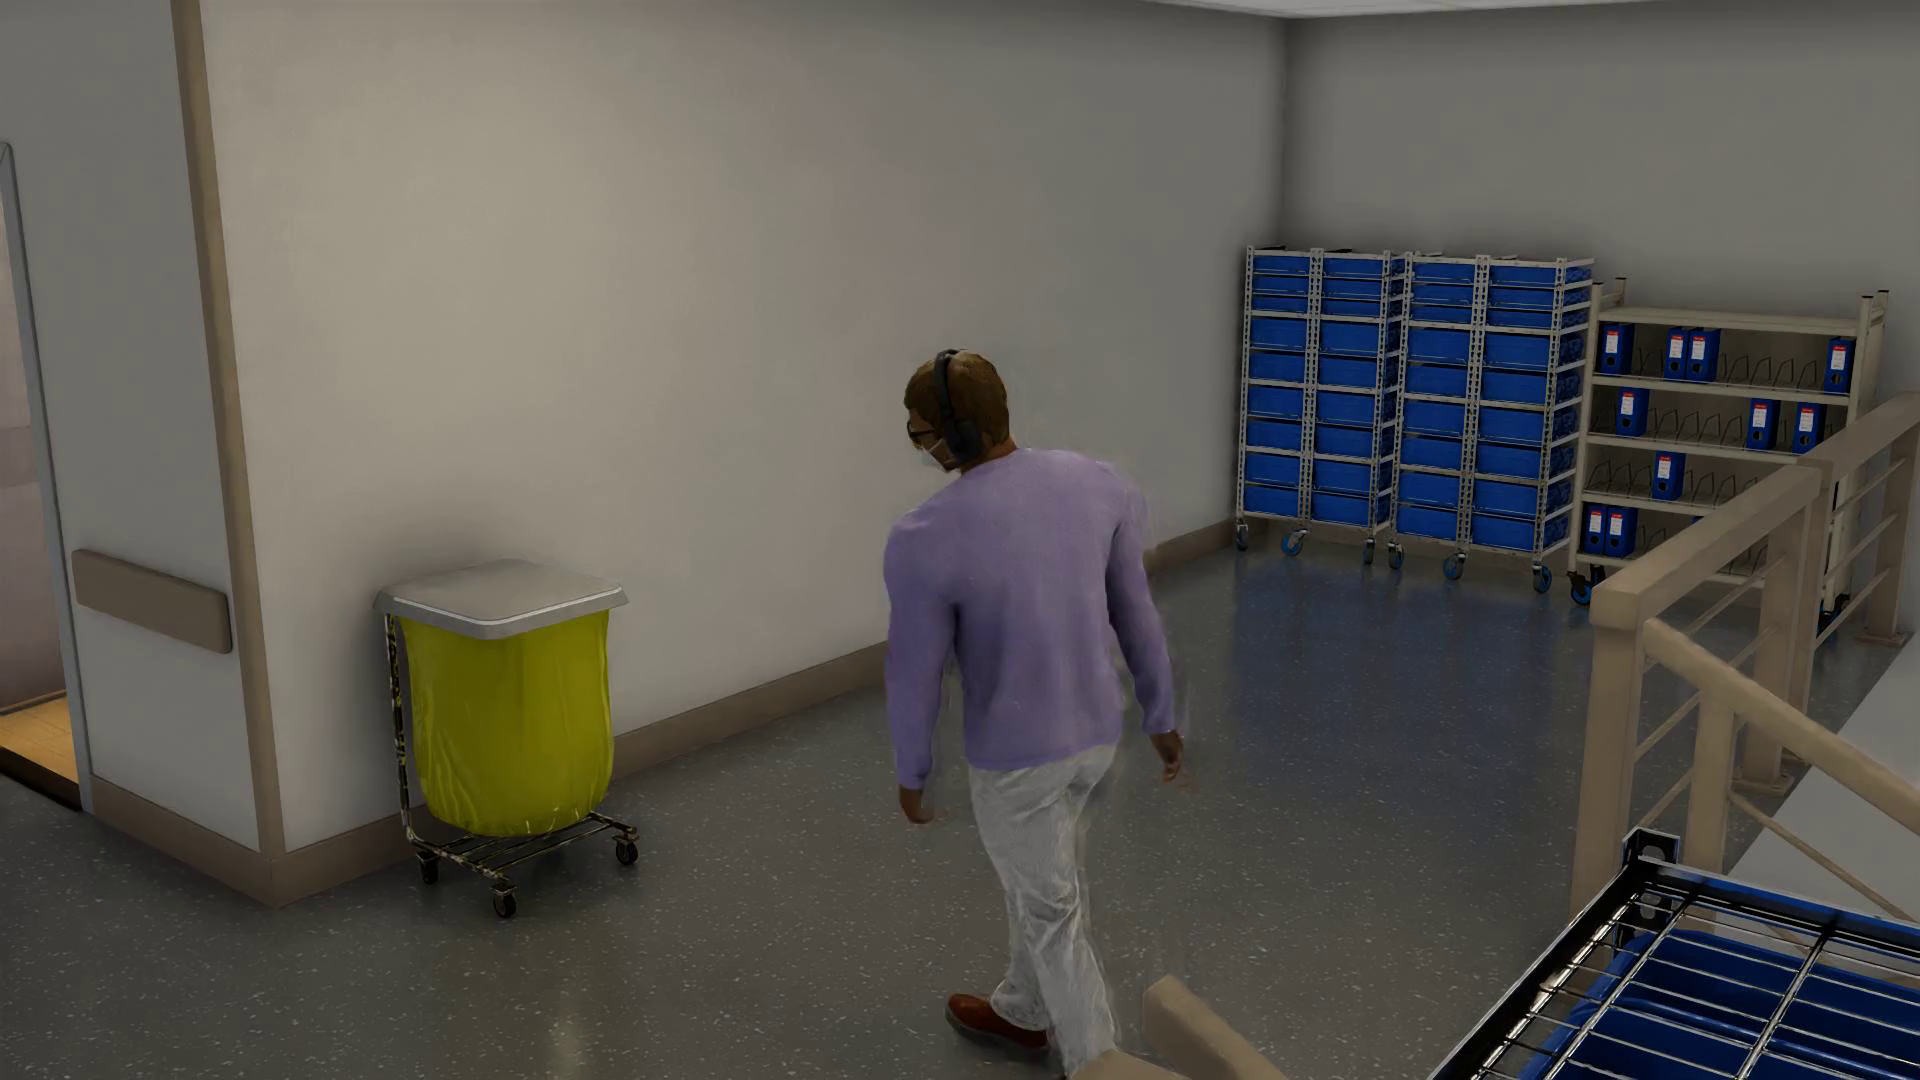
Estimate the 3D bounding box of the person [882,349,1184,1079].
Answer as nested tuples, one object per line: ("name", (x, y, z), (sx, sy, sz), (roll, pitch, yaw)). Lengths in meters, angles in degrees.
("person", (0.122, 0.482, 3.942), (0.709, 1.881, 0.799), (-10, 17, -37))
